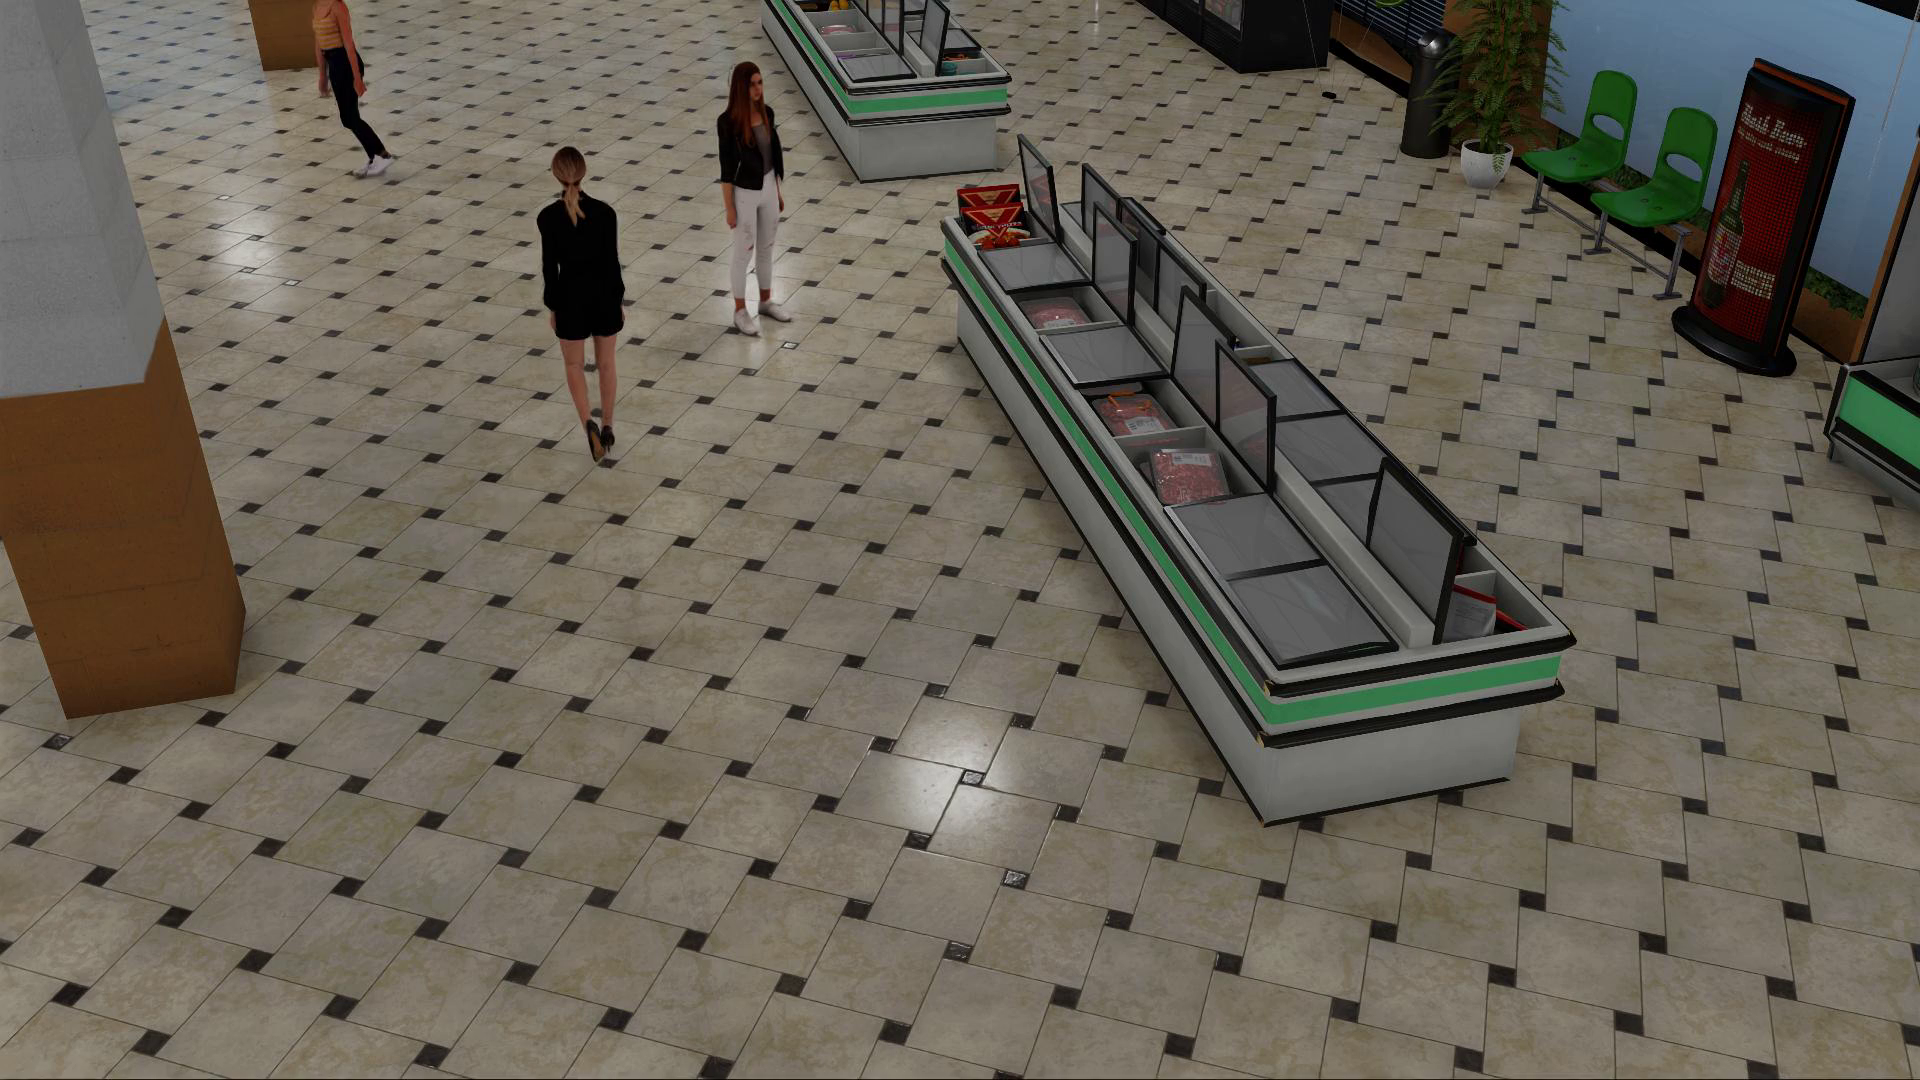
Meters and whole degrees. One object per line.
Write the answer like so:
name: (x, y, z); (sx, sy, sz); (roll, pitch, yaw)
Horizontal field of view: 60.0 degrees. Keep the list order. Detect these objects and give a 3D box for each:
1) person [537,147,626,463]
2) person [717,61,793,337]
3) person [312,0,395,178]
person: (-1.970, -1.184, 8.815); (0.600, 1.751, 0.882); (-9, 33, -15)
person: (-1.299, -2.151, 10.417); (0.695, 1.702, 0.686); (27, 41, 36)
person: (-4.717, -3.583, 12.817); (0.686, 1.598, 0.814); (18, 36, 27)
